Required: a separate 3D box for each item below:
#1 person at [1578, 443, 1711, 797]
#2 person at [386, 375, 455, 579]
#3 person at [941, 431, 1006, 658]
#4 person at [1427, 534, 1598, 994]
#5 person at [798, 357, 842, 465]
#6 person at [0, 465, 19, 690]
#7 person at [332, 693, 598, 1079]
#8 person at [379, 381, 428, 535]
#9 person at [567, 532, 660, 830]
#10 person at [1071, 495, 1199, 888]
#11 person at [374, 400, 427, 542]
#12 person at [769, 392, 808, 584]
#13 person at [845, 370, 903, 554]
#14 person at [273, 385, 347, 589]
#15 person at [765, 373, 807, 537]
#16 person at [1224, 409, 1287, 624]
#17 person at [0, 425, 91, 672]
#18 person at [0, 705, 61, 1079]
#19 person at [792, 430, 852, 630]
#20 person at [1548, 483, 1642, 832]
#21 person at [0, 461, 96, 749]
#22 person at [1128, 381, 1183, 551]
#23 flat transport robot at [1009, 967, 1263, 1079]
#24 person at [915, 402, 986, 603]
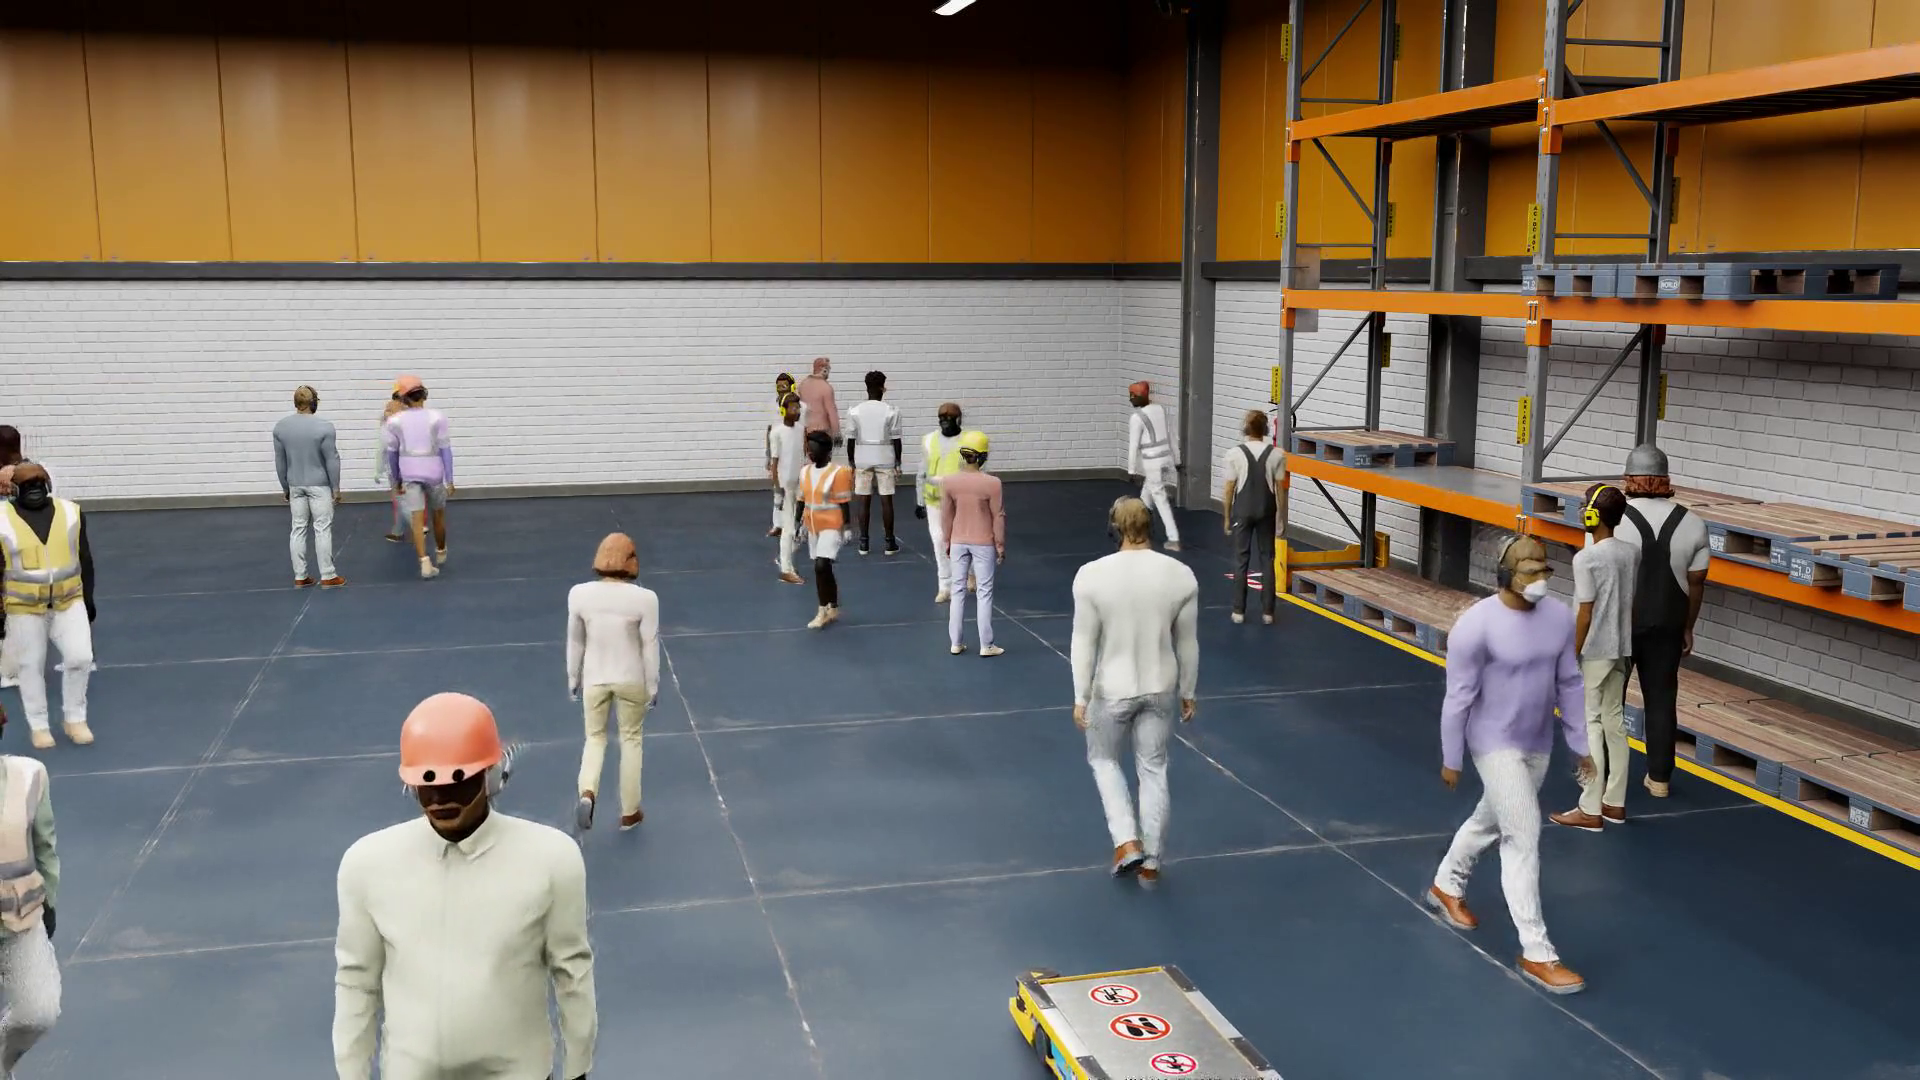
[{"bbox_3d":[3.865,0.448,9.523,0.683,2.000,0.535,0,9,3],"label":"person"},{"bbox_3d":[-5.330,-0.637,16.498,0.636,1.971,1.071,-2,9,-10],"label":"person"},{"bbox_3d":[0.113,0.035,12.958,0.533,1.768,0.310,4,10,24],"label":"person"},{"bbox_3d":[2.379,0.896,7.235,0.635,1.894,1.034,-5,10,-29],"label":"person"},{"bbox_3d":[-1.846,-1.447,21.795,0.404,1.904,0.711,-8,12,-40],"label":"person"},{"bbox_3d":[-6.844,0.258,12.047,0.533,1.616,0.564,0,9,-2],"label":"person"},{"bbox_3d":[-1.237,1.334,4.186,0.620,1.978,0.496,0,9,-3],"label":"person"},{"bbox_3d":[-6.351,-0.936,19.026,0.533,1.765,0.330,-5,10,-26],"label":"person"},{"bbox_3d":[-1.850,0.775,8.796,0.526,1.612,0.490,0,9,2],"label":"person"},{"bbox_3d":[0.842,0.736,8.098,0.661,1.918,0.449,-2,9,-11],"label":"person"},{"bbox_3d":[-6.129,-0.735,18.291,0.746,1.600,0.505,6,11,34],"label":"person"},{"bbox_3d":[-1.598,-0.497,15.997,0.386,1.853,0.559,6,11,33],"label":"person"},{"bbox_3d":[-0.905,-0.817,17.670,0.608,1.959,0.384,1,9,6],"label":"person"},{"bbox_3d":[-6.139,-0.494,15.723,0.632,1.939,0.368,1,9,8],"label":"person"},{"bbox_3d":[-1.972,-0.954,18.804,0.510,1.872,0.328,2,9,14],"label":"person"},{"bbox_3d":[2.517,-0.192,14.160,0.514,1.839,0.376,1,9,7],"label":"person"},{"bbox_3d":[-6.950,0.082,12.312,0.931,1.871,0.644,0,9,2],"label":"person"},{"bbox_3d":[-3.287,1.288,5.576,0.480,1.627,0.518,7,11,36],"label":"person"},{"bbox_3d":[-1.210,-0.081,13.935,0.560,1.670,0.641,8,12,40],"label":"person"},{"bbox_3d":[3.417,0.628,8.929,0.517,1.873,0.334,-6,11,-32],"label":"person"},{"bbox_3d":[-5.725,0.418,10.392,0.656,1.821,0.570,-9,12,-43],"label":"person"},{"bbox_3d":[2.045,-0.811,18.058,0.946,1.820,0.651,8,12,40],"label":"person"},{"bbox_3d":[0.691,1.889,6.031,0.652,0.197,1.431,-2,9,-15],"label":"flat transport robot"},{"bbox_3d":[-0.096,-0.342,15.115,0.632,1.829,0.448,4,10,23],"label":"person"}]
